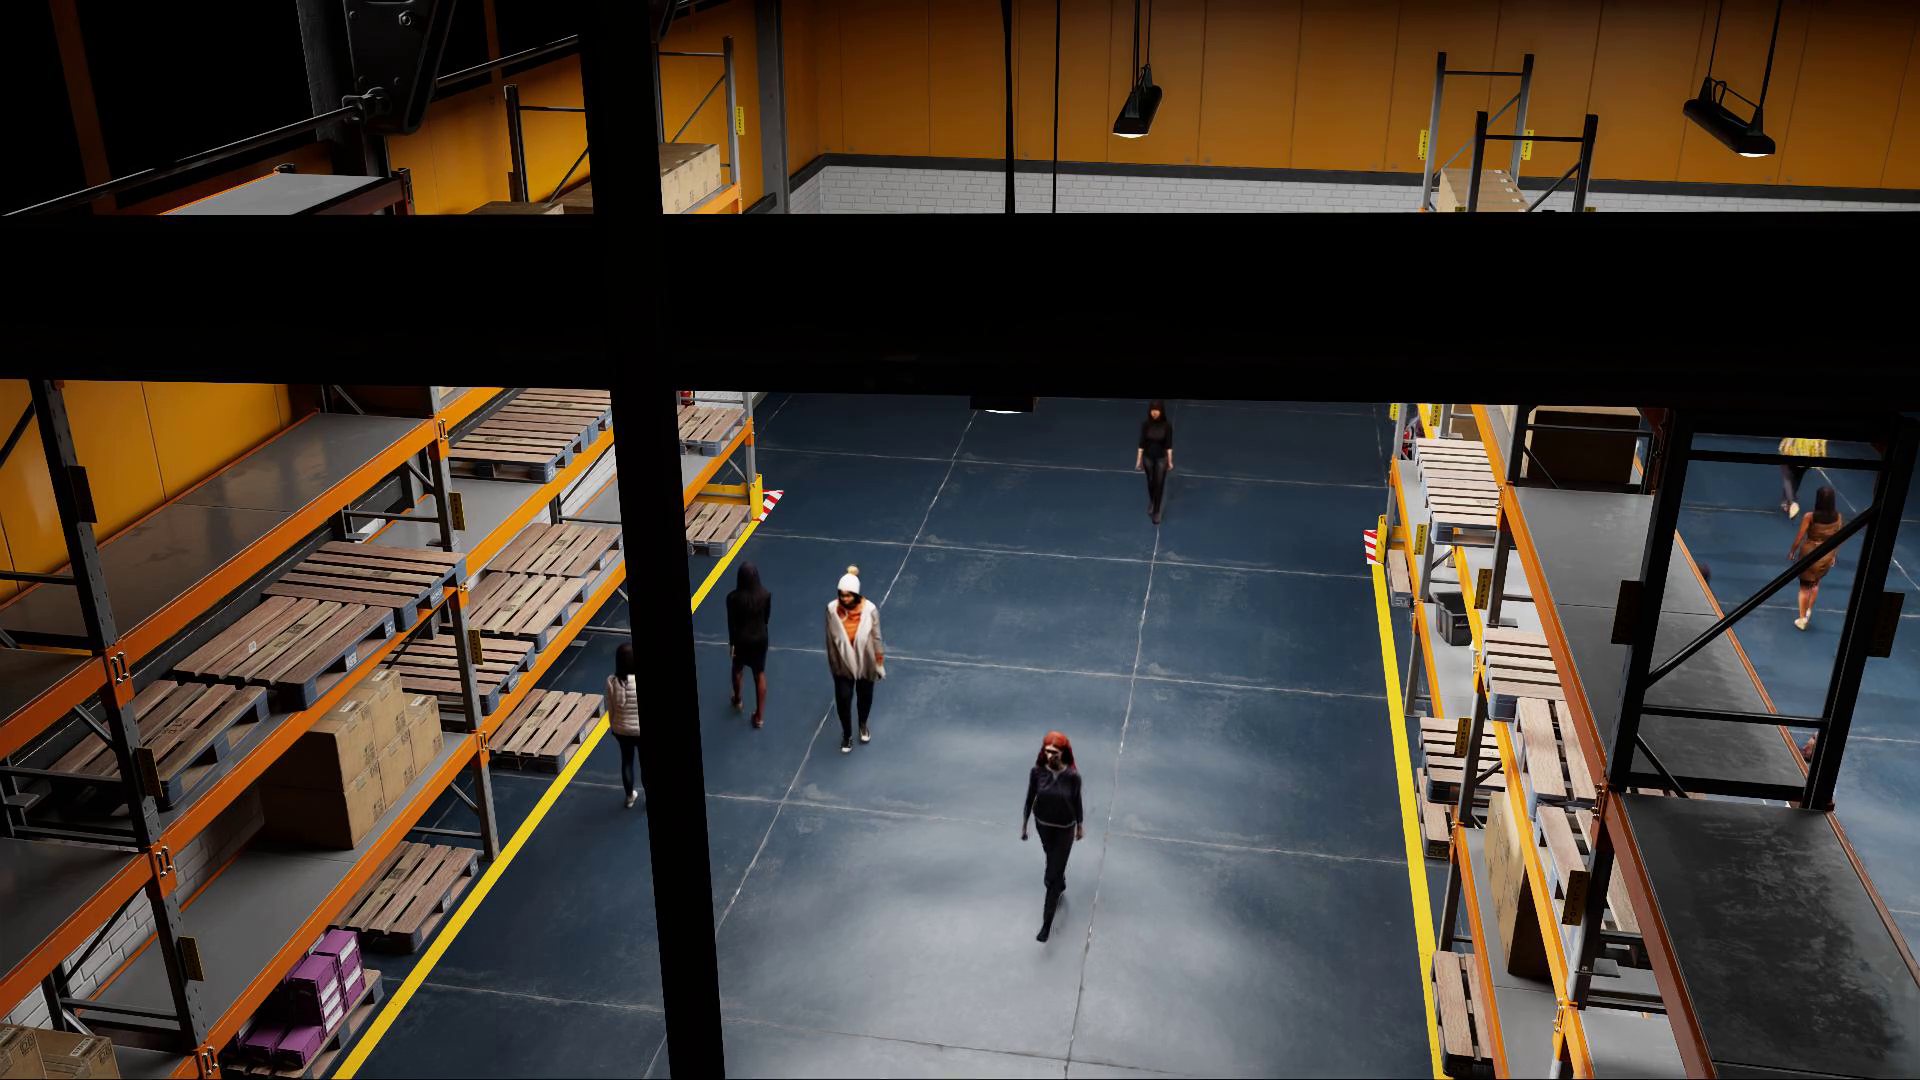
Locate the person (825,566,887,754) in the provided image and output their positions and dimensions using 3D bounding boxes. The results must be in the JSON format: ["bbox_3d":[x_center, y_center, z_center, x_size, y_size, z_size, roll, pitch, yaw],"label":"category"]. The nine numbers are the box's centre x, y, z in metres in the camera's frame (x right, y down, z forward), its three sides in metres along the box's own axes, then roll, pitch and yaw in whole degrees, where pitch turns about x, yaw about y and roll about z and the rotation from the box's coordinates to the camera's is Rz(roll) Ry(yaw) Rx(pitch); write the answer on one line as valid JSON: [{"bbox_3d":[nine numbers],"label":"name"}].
[{"bbox_3d":[-1.013,1.087,16.106,0.816,1.877,0.854,-3,24,-8],"label":"person"}]

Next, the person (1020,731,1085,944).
[{"bbox_3d":[0.790,2.307,13.508,0.783,1.723,1.213,9,25,19],"label":"person"}]

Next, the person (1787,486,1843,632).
[{"bbox_3d":[9.438,0.236,18.305,0.624,1.675,0.631,1,24,3],"label":"person"}]

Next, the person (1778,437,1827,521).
[{"bbox_3d":[10.736,-1.029,21.251,0.729,1.632,0.955,3,24,7],"label":"person"}]

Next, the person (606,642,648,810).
[{"bbox_3d":[-2.953,1.681,15.049,0.613,1.635,0.533,3,24,8],"label":"person"}]

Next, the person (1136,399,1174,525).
[{"bbox_3d":[2.518,-1.052,21.338,0.670,1.606,1.030,6,24,14],"label":"person"}]

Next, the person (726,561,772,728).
[{"bbox_3d":[-2.032,1.048,16.410,0.849,1.704,0.975,-8,25,-18],"label":"person"}]

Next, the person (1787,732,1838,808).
[{"bbox_3d":[6.747,2.346,13.287,0.787,1.827,0.586,9,25,20],"label":"person"}]
